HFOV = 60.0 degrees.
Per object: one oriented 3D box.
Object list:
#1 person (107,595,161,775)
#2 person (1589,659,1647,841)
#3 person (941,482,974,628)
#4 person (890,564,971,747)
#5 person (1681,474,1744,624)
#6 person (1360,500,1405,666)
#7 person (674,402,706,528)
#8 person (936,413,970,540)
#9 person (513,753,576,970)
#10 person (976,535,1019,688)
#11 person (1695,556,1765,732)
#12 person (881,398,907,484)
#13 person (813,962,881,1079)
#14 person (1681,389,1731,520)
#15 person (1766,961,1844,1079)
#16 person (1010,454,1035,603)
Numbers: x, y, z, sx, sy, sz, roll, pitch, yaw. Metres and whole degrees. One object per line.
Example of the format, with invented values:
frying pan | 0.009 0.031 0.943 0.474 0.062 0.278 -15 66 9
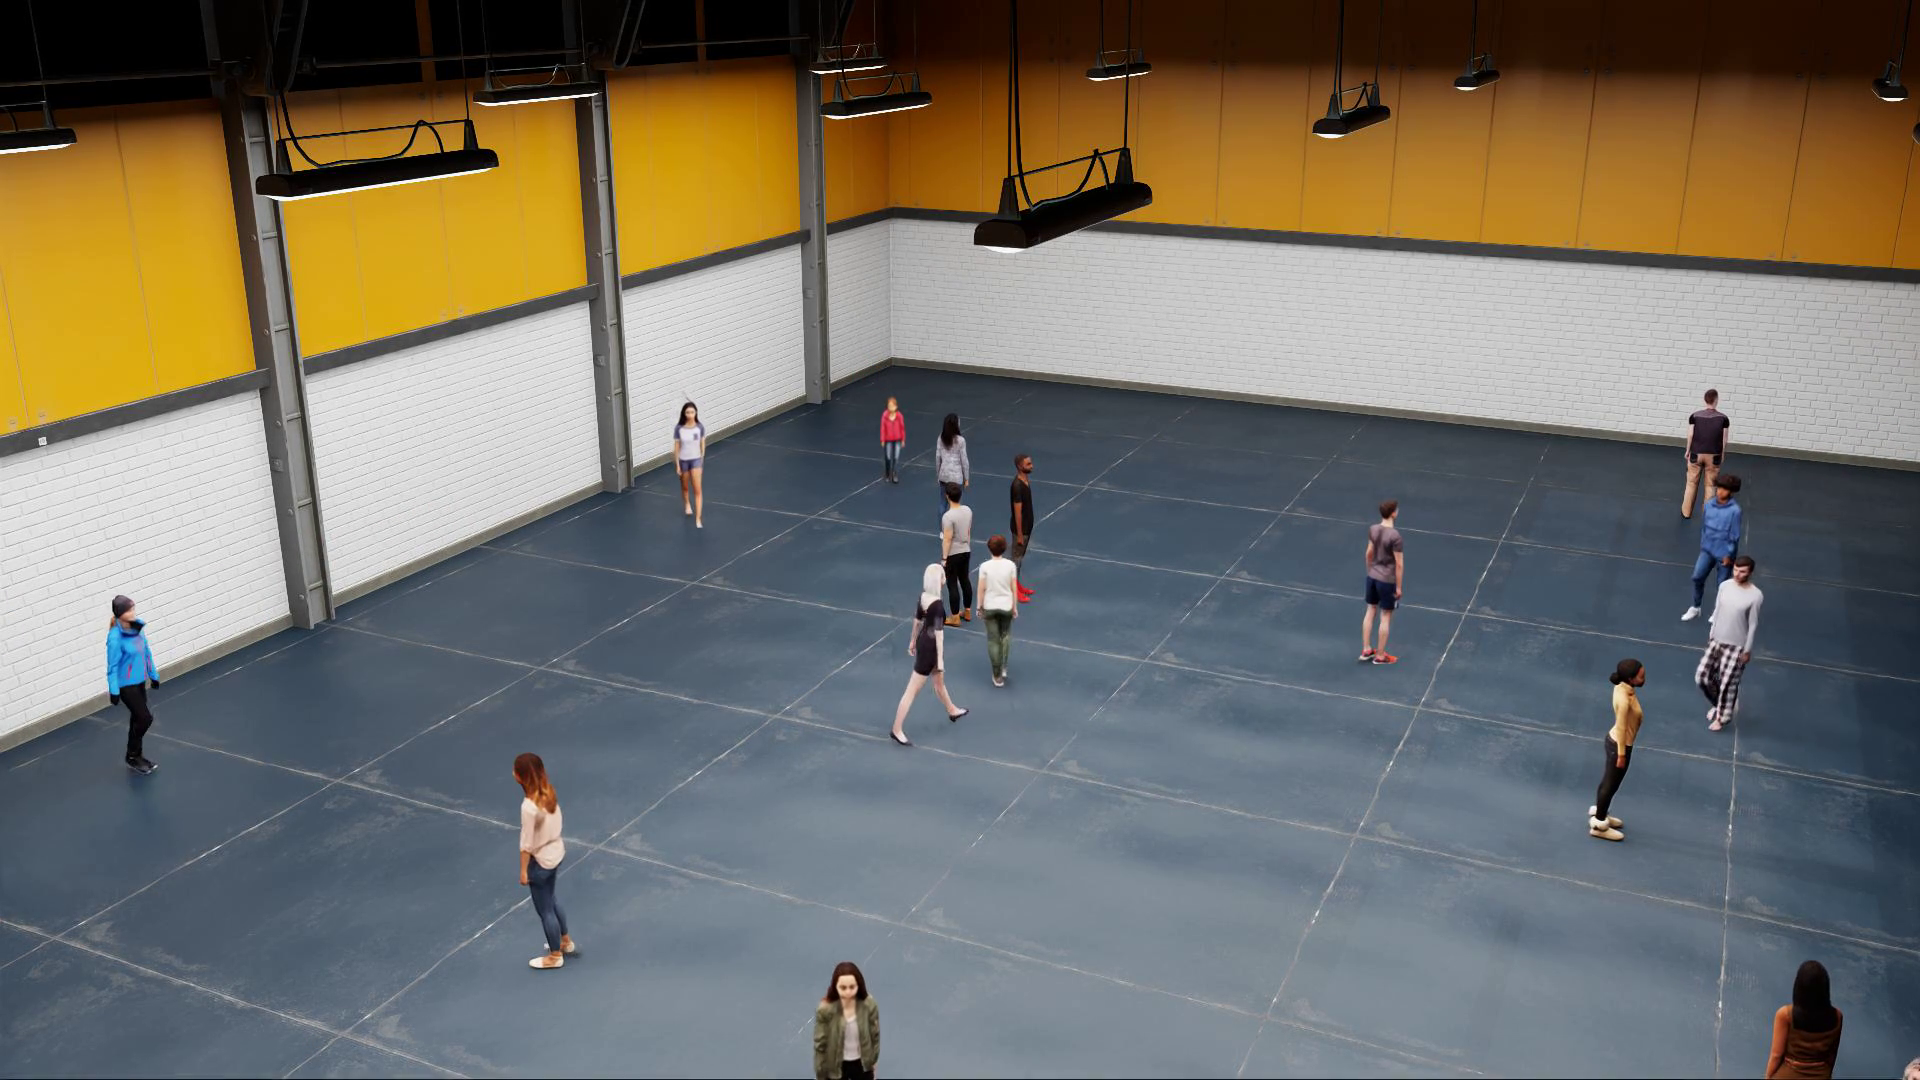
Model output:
person | -7.870 1.358 15.620 0.772 1.789 0.666 2 19 5
person | 5.737 1.801 14.510 0.658 1.657 0.507 6 20 18
person | -0.037 0.152 19.312 0.725 1.717 0.576 17 25 40
person | -0.391 1.145 16.280 1.276 1.771 1.173 -6 20 -19
person | 8.896 0.094 19.373 0.944 1.789 0.877 -13 23 -34
person | 4.625 0.450 18.218 0.721 1.851 0.723 -12 22 -32
person | -3.746 -1.065 22.971 1.064 1.688 1.195 -5 19 -14
person | -0.112 -0.854 22.279 0.635 1.731 0.542 11 21 28
person | -3.103 2.406 12.510 0.725 1.787 0.549 3 19 10
person | 0.415 0.766 17.599 0.767 1.647 0.834 -3 19 -8
person | 7.727 1.003 16.593 0.837 1.839 0.783 -13 23 -34
person | -1.005 -1.501 24.862 0.600 1.308 0.646 -4 19 -10
person | -0.717 3.271 10.456 0.749 1.459 0.817 -2 19 -7
person | 10.349 -1.189 23.102 0.684 1.841 0.581 9 21 26
person | 5.051 3.297 10.022 0.630 1.686 0.637 0 19 0
person | 0.730 -0.168 20.128 0.754 1.804 0.544 4 19 11
